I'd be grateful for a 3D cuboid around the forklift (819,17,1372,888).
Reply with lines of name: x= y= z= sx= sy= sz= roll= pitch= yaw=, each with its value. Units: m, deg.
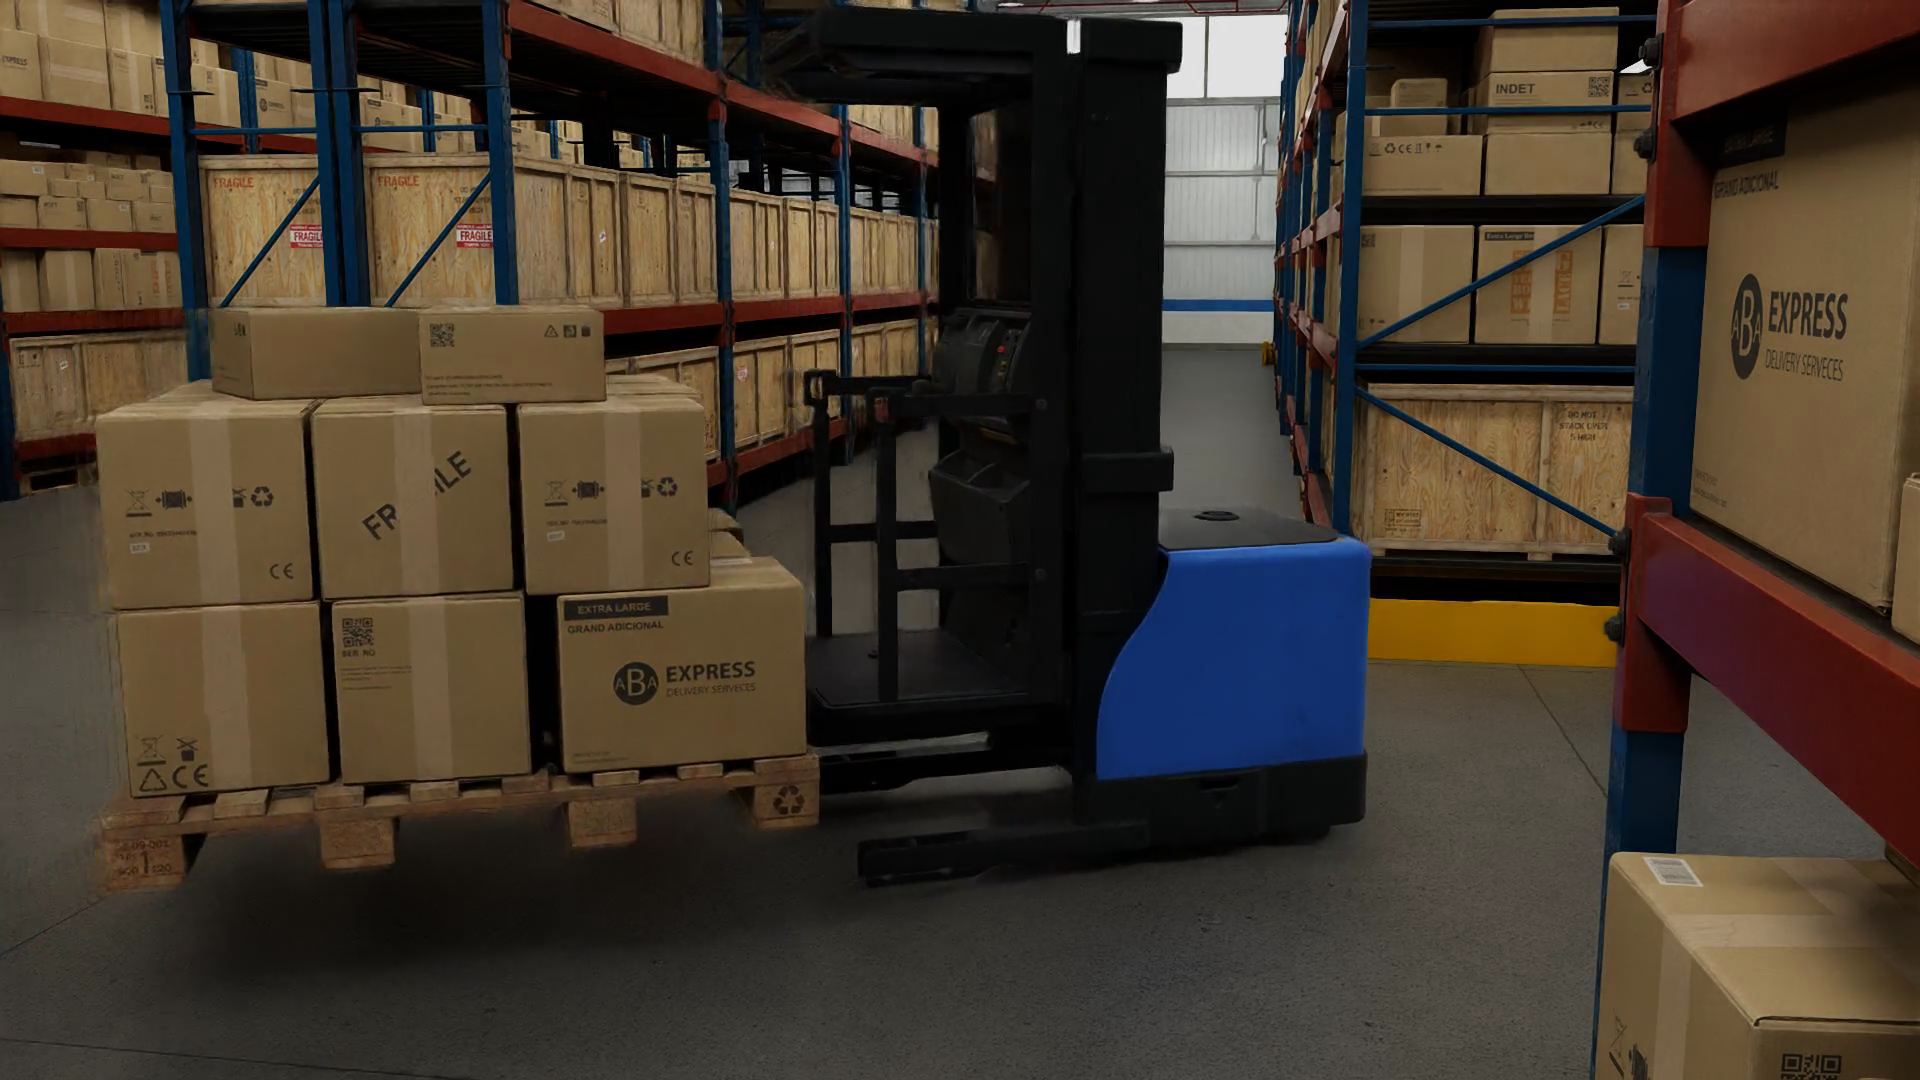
forklift: x=0.436 y=-0.362 z=5.931 sx=1.873 sy=2.768 sz=1.129 roll=-3 pitch=10 yaw=-16
